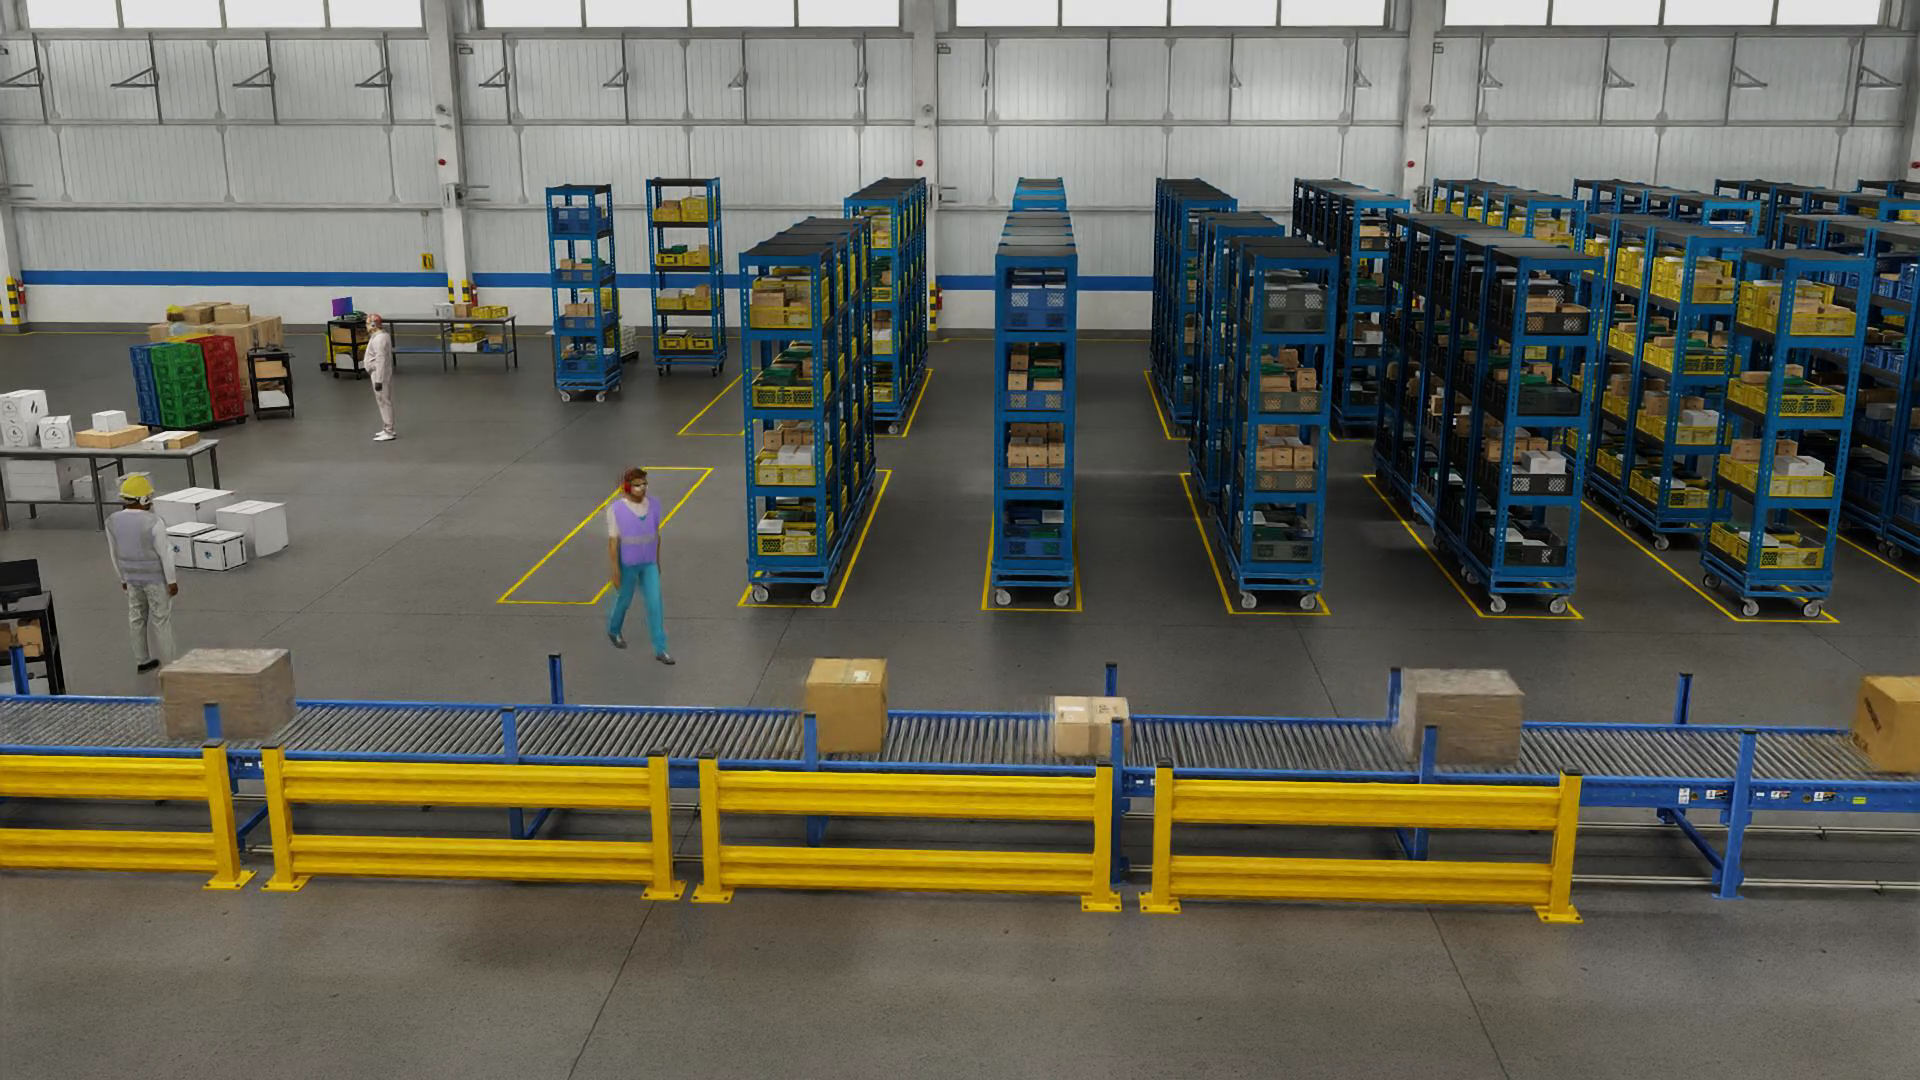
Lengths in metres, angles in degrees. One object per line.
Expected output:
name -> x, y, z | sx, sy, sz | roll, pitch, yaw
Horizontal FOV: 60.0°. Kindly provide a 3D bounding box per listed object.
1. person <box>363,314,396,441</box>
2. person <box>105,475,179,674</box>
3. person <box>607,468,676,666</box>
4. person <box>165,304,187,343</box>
person -> -8.743, -2.451, 25.023 | 0.403, 1.906, 0.651 | -3, 15, -12
person -> -7.268, 0.318, 14.887 | 0.589, 1.833, 0.404 | 3, 15, 11
person -> -3.001, 0.206, 15.352 | 0.574, 1.812, 0.940 | -13, 20, -40
person -> -12.859, -3.043, 27.547 | 0.573, 1.728, 0.498 | -1, 15, -3
